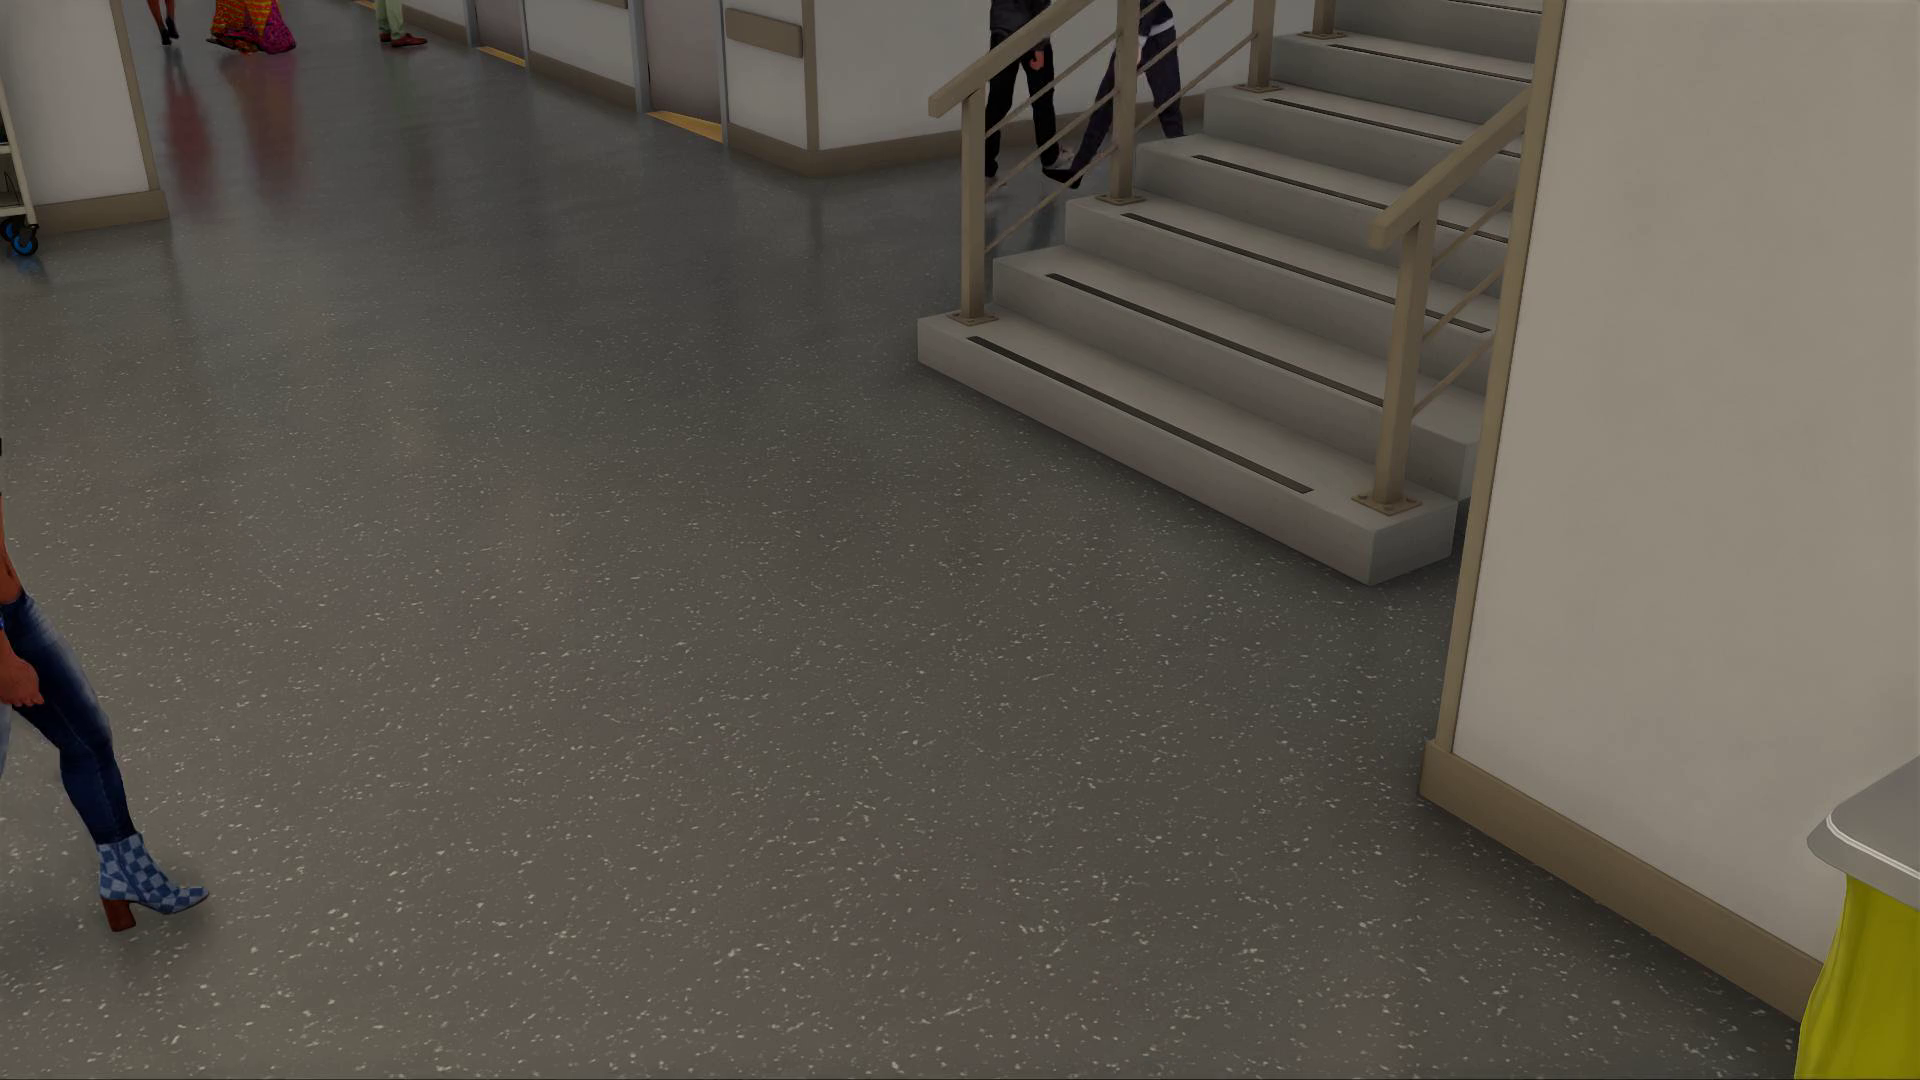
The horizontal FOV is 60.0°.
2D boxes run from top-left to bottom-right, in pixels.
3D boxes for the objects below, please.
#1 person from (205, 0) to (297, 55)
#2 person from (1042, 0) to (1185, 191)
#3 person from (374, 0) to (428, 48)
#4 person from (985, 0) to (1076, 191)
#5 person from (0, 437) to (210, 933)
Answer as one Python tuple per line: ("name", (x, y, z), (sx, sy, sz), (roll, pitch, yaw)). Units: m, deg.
("person", (-5.987, -4.944, 13.977), (1.112, 1.667, 0.934), (-2, 26, -5))
("person", (1.147, -2.794, 9.445), (1.179, 1.731, 0.823), (-8, 27, -17))
("person", (-4.981, -5.263, 14.407), (0.559, 1.868, 0.657), (-18, 31, -33))
("person", (0.298, -2.846, 9.580), (0.930, 1.708, 1.255), (15, 29, 28))
("person", (-2.068, 0.230, 3.340), (1.081, 1.588, 0.779), (-9, 27, -18))
